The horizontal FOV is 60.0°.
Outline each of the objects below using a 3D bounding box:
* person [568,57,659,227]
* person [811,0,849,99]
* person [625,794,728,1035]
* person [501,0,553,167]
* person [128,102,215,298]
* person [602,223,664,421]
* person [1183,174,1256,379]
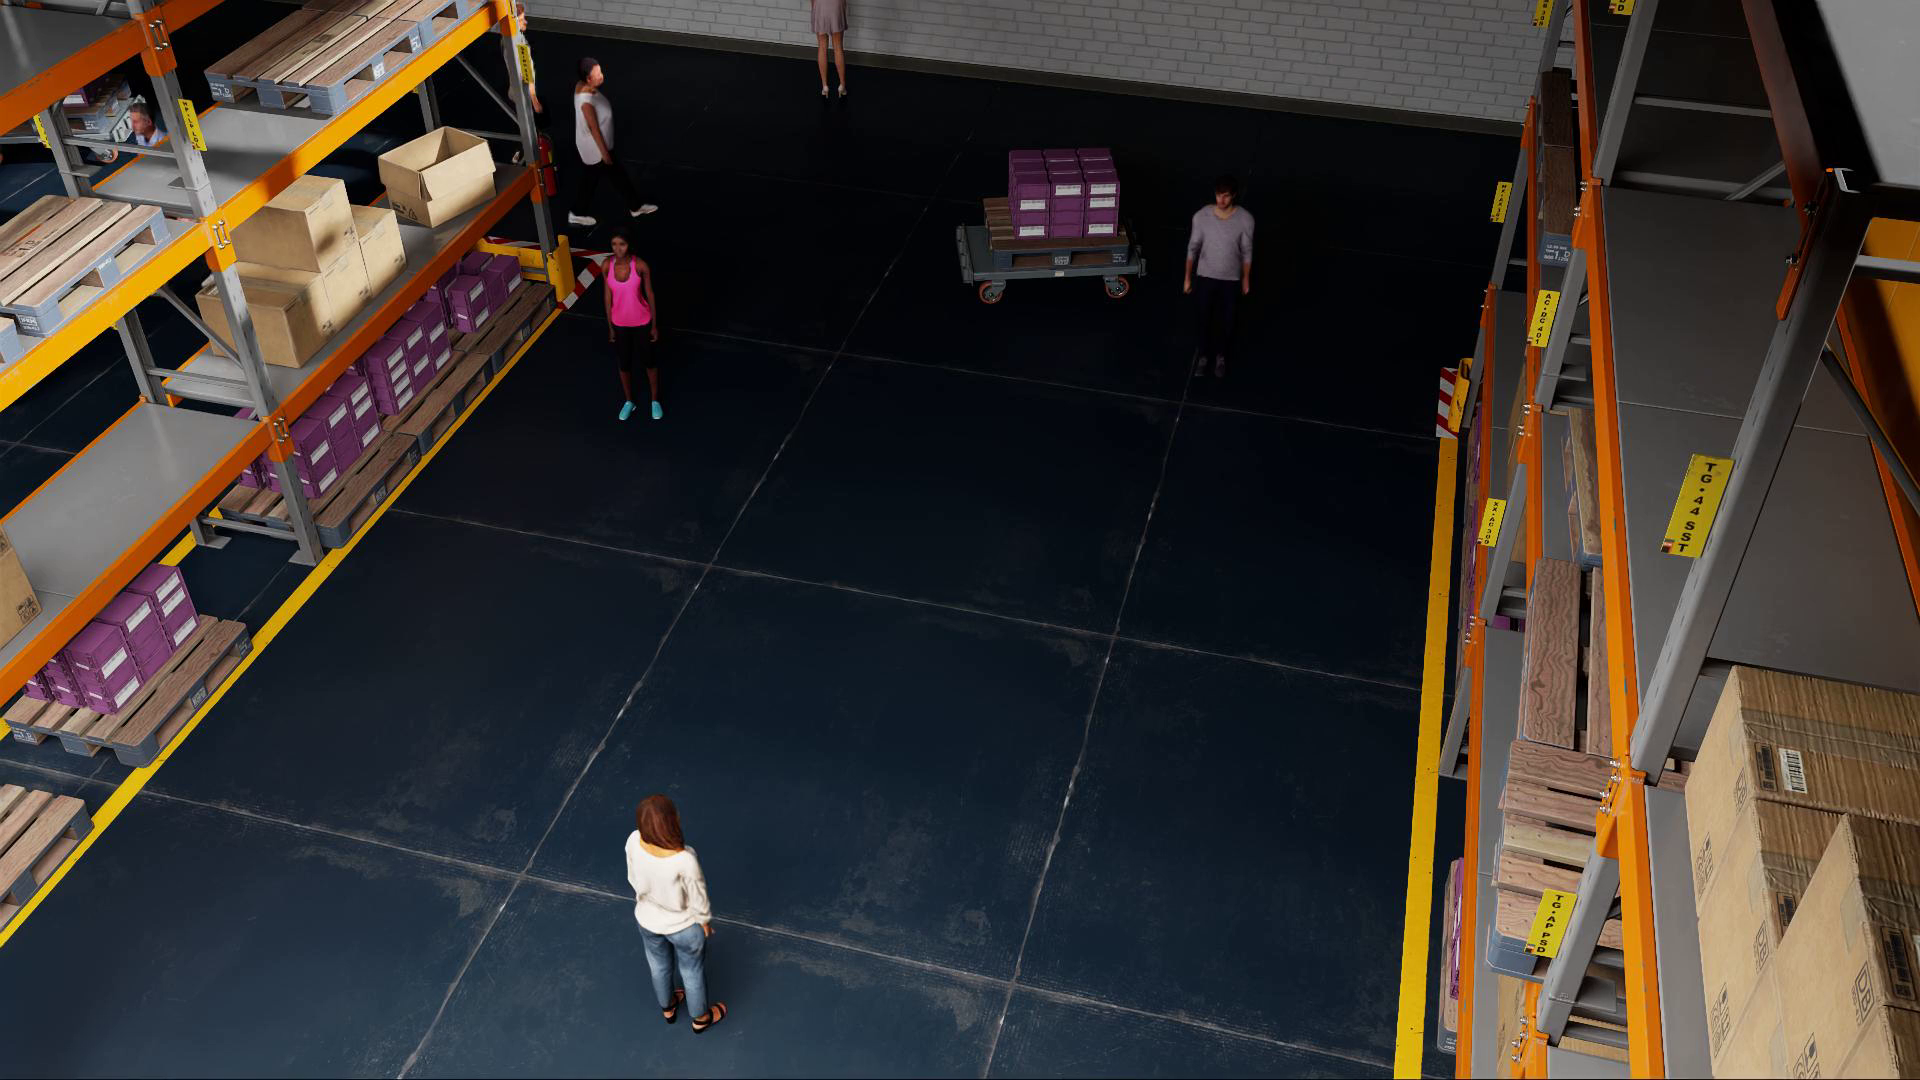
[{"bbox_3d":[-3.492,-3.720,15.714,1.020,1.644,1.142,-6,39,-7],"label":"person"},{"bbox_3d":[-1.426,-5.680,18.069,0.625,1.768,0.647,1,39,1],"label":"person"},{"bbox_3d":[-1.491,1.944,8.594,0.658,1.680,0.615,18,42,21],"label":"person"},{"bbox_3d":[-4.376,-4.360,16.338,0.825,1.866,0.750,-6,39,-8],"label":"person"},{"bbox_3d":[-6.891,-3.047,14.751,0.880,1.795,1.123,20,43,23],"label":"person"},{"bbox_3d":[-2.586,-1.733,13.163,0.610,1.722,0.613,1,39,1],"label":"person"},{"bbox_3d":[2.143,-2.192,13.651,0.685,1.830,0.612,10,40,13],"label":"person"}]
